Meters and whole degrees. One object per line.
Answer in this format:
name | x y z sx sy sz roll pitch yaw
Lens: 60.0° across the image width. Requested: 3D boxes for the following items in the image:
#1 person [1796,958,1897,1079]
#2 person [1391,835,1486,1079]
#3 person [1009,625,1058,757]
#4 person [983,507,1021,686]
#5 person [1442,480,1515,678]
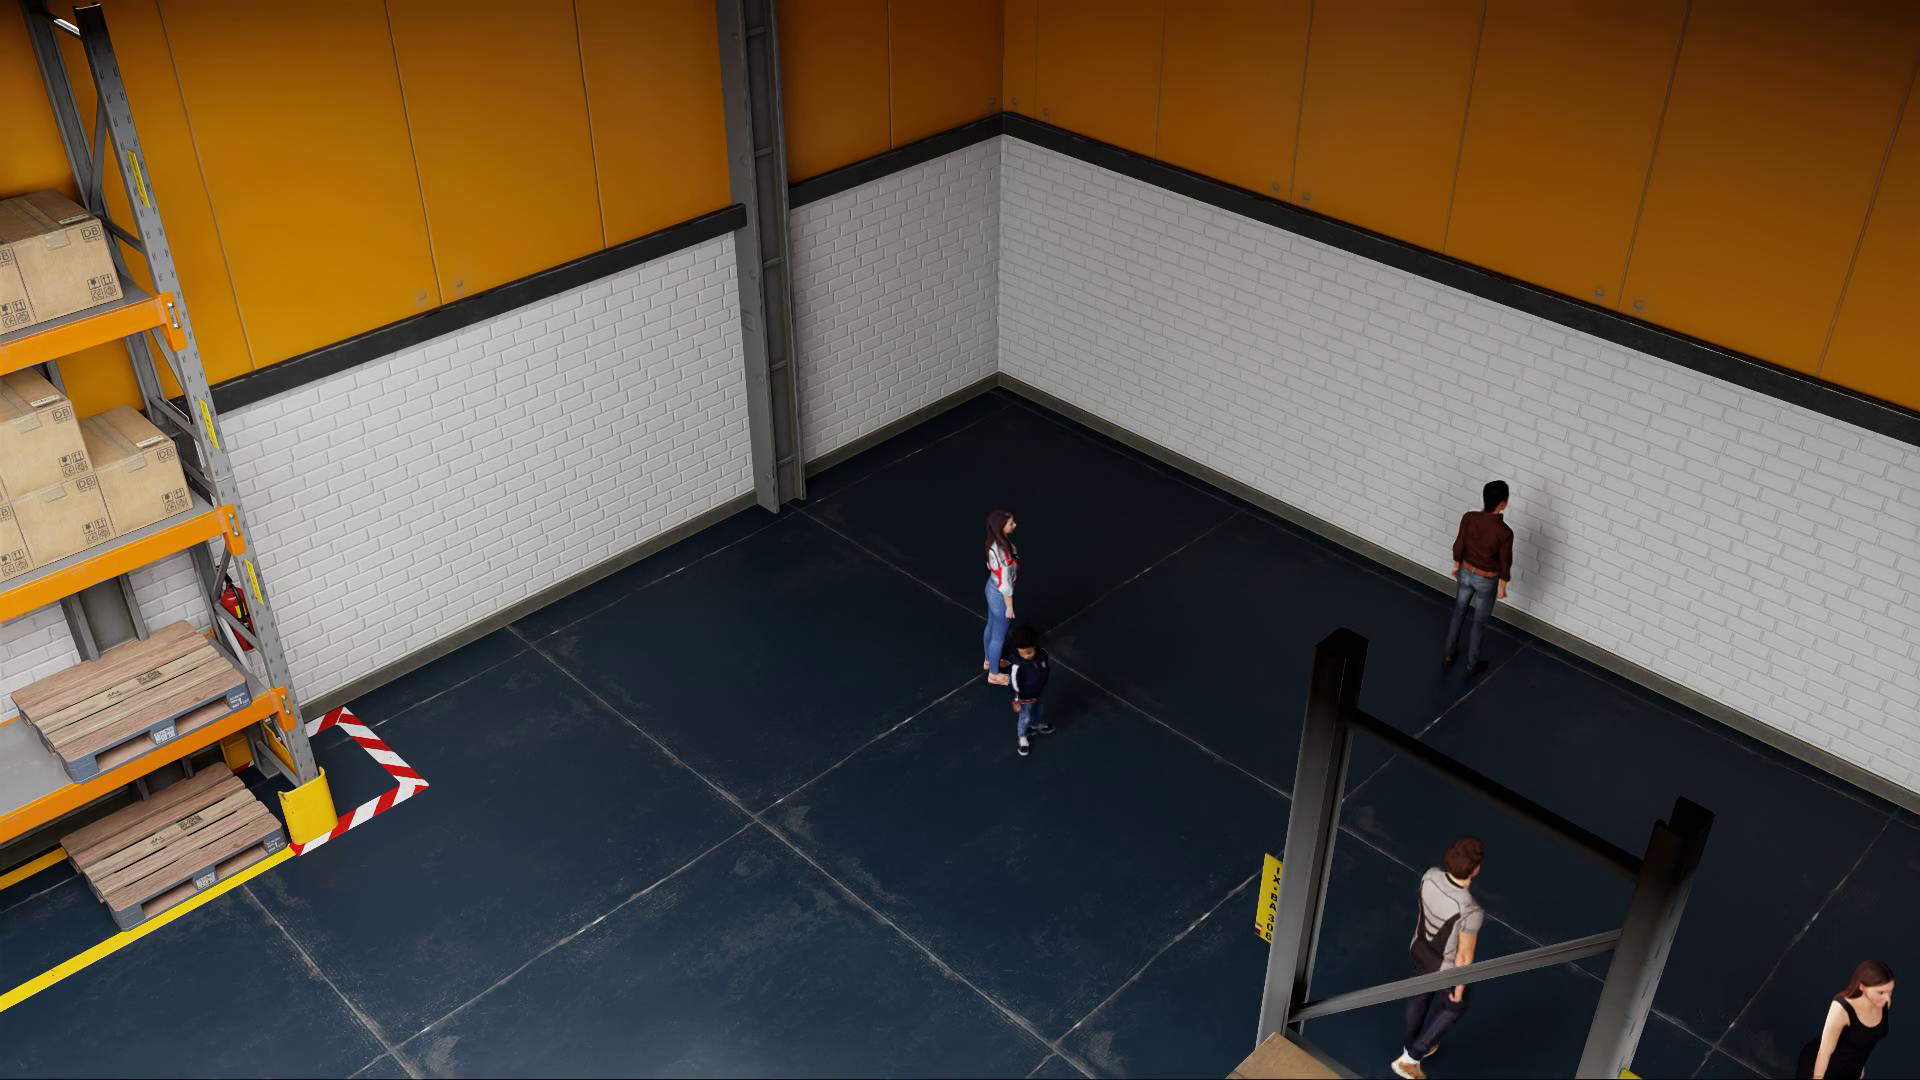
person | 4.963 2.996 9.457 0.616 1.686 0.727 -13 36 -19
person | 2.810 2.547 9.953 0.818 1.884 0.728 -19 38 -26
person | 0.543 1.109 12.738 0.720 1.196 0.466 25 41 33
person | 0.322 0.431 13.382 0.692 1.611 0.666 -5 34 -7
person | 4.180 0.311 13.413 0.644 1.777 0.504 28 43 35
